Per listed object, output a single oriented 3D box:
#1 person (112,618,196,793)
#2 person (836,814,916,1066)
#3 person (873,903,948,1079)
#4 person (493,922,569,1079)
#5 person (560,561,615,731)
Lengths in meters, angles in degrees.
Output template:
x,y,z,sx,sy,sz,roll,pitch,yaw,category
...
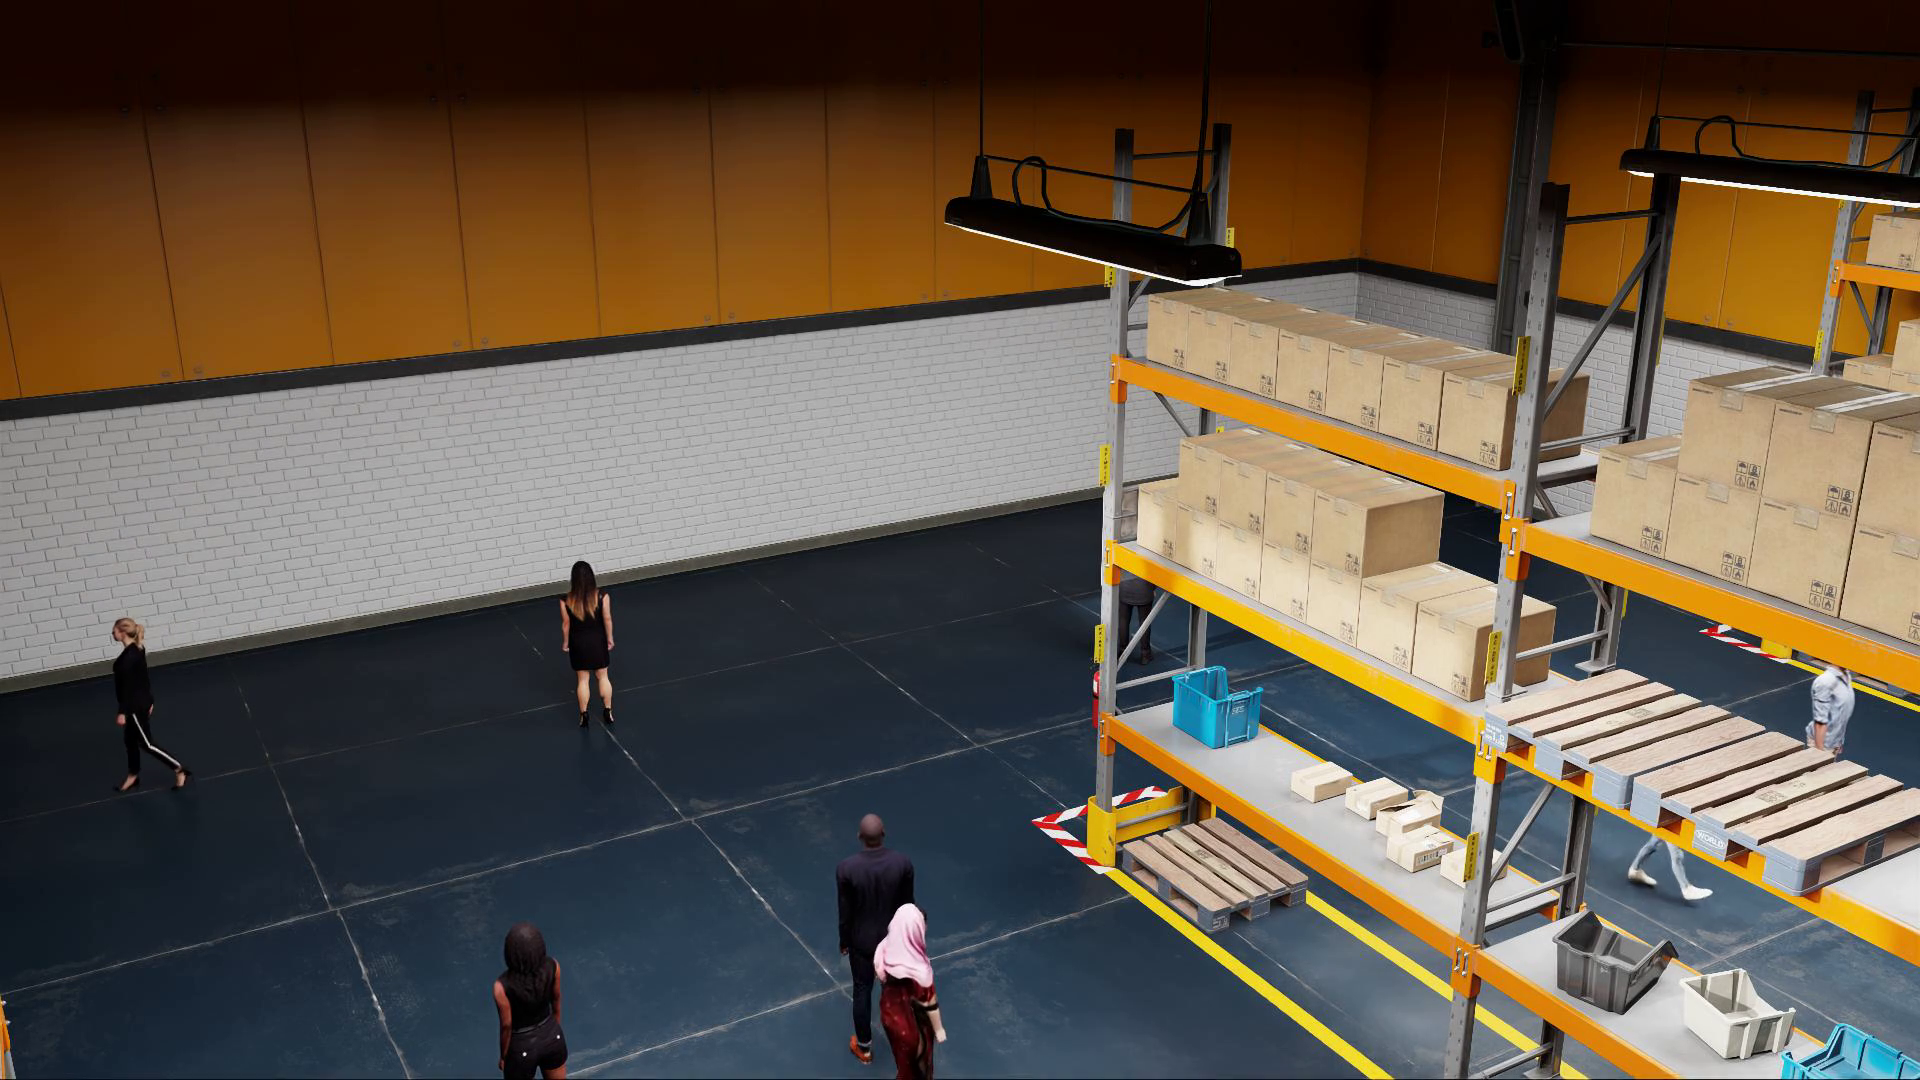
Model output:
x,y,z,sx,sy,sz,roll,pitch,yaw,category
-7.290,1.523,14.886,0.836,1.678,0.958,-5,19,-13,person
-0.564,2.685,11.218,0.761,1.818,0.708,-4,19,-12,person
-0.361,3.031,10.477,0.723,1.634,0.638,-10,21,-28,person
-2.595,3.097,10.114,0.599,1.741,0.642,18,25,42,person
-3.635,1.032,16.292,0.717,1.711,0.688,-5,19,-14,person
